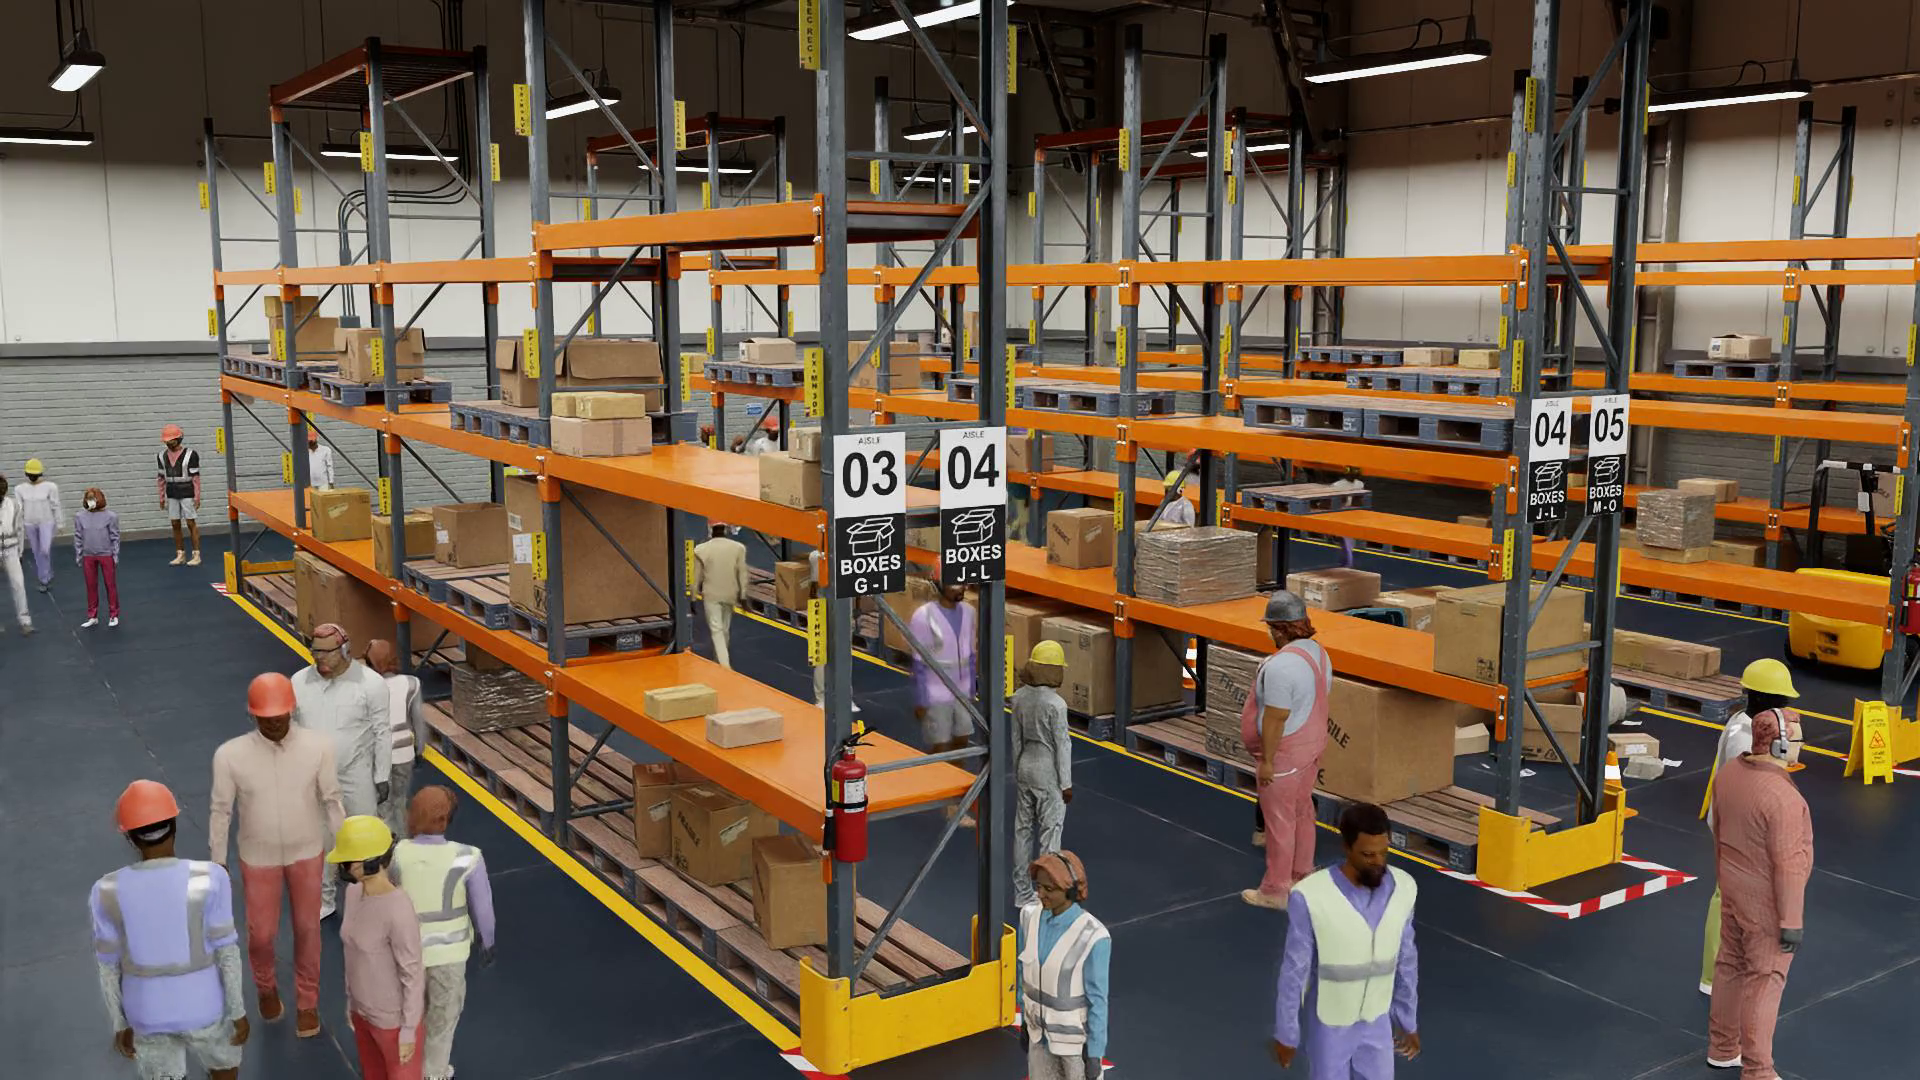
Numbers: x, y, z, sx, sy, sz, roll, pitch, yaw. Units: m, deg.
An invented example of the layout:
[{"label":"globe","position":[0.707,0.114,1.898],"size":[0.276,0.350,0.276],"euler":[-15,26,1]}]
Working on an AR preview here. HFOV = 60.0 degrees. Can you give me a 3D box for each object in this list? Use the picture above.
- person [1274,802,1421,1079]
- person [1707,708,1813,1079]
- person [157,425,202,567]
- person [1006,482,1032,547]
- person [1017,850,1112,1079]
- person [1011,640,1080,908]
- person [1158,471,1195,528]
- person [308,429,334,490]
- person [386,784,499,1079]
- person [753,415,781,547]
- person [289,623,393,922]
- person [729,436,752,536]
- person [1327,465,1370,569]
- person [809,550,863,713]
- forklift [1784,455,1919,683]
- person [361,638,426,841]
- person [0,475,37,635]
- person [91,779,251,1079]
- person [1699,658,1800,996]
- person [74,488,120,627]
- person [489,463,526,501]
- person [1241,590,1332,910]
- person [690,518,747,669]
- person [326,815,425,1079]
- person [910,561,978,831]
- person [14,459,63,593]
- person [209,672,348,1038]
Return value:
[{"label":"person","position":[1.563,1.950,6.882],"size":[0.630,1.894,0.651],"euler":[-4,9,-23]},{"label":"person","position":[3.937,1.753,8.133],"size":[0.409,1.907,0.651],"euler":[-1,9,-4]},{"label":"person","position":[-11.079,-0.624,23.580],"size":[0.613,2.028,0.409],"euler":[1,9,5]},{"label":"person","position":[0.884,-0.694,25.036],"size":[0.619,1.721,0.566],"euler":[-4,9,-25]},{"label":"person","position":[0.428,2.075,6.907],"size":[0.312,1.630,0.506],"euler":[-7,11,-39]},{"label":"person","position":[0.534,1.489,10.463],"size":[0.309,1.735,0.484],"euler":[-7,11,-41]},{"label":"person","position":[2.460,0.113,19.290],"size":[0.403,1.837,0.590],"euler":[-5,10,-30]},{"label":"person","position":[-10.312,-0.934,26.589],"size":[0.574,1.738,0.352],"euler":[-3,9,-22]},{"label":"person","position":[-2.449,1.934,7.879],"size":[0.534,1.617,0.674],"euler":[1,9,5]},{"label":"person","position":[-2.805,-0.890,25.333],"size":[0.631,2.016,0.689],"euler":[-6,10,-34]},{"label":"person","position":[-3.818,1.445,10.193],"size":[0.652,1.904,0.402],"euler":[0,9,2]},{"label":"person","position":[-3.612,-0.900,26.854],"size":[0.529,1.590,0.830],"euler":[-2,9,-11]},{"label":"person","position":[4.935,-0.129,20.917],"size":[0.553,1.830,0.808],"euler":[-5,10,-32]},{"label":"person","position":[-1.147,0.694,15.356],"size":[0.529,1.862,0.332],"euler":[-4,9,-23]},{"label":"forklift","position":[9.643,0.253,17.172],"size":[2.313,2.155,1.214],"euler":[-6,10,-33]},{"label":"person","position":[-3.874,1.447,11.098],"size":[0.529,1.622,0.534],"euler":[-8,12,-42]},{"label":"person","position":[-10.799,0.187,18.764],"size":[0.917,1.844,0.580],"euler":[8,12,43]},{"label":"person","position":[-3.256,1.930,6.926],"size":[0.576,1.914,0.400],"euler":[-1,9,-9]},{"label":"person","position":[4.364,1.590,9.201],"size":[0.409,1.918,0.585],"euler":[5,10,30]},{"label":"person","position":[-10.043,0.200,19.373],"size":[0.500,1.636,0.282],"euler":[-1,9,-6]},{"label":"person","position":[-6.395,-0.461,23.576],"size":[0.532,1.696,0.318],"euler":[-4,9,-25]},{"label":"person","position":[2.061,1.312,10.625],"size":[0.535,2.000,0.686],"euler":[6,11,36]},{"label":"person","position":[-2.418,0.550,16.764],"size":[0.571,1.722,0.842],"euler":[-4,10,-26]},{"label":"person","position":[-2.432,1.999,6.968],"size":[0.528,1.765,0.328],"euler":[8,12,44]},{"label":"person","position":[-0.134,1.094,12.119],"size":[0.634,2.029,0.627],"euler":[-8,11,-42]},{"label":"person","position":[-11.951,-0.175,21.497],"size":[0.548,1.733,0.695],"euler":[-1,9,-10]},{"label":"person","position":[-3.542,1.638,8.680],"size":[0.661,1.971,0.470],"euler":[-5,10,-28]}]
